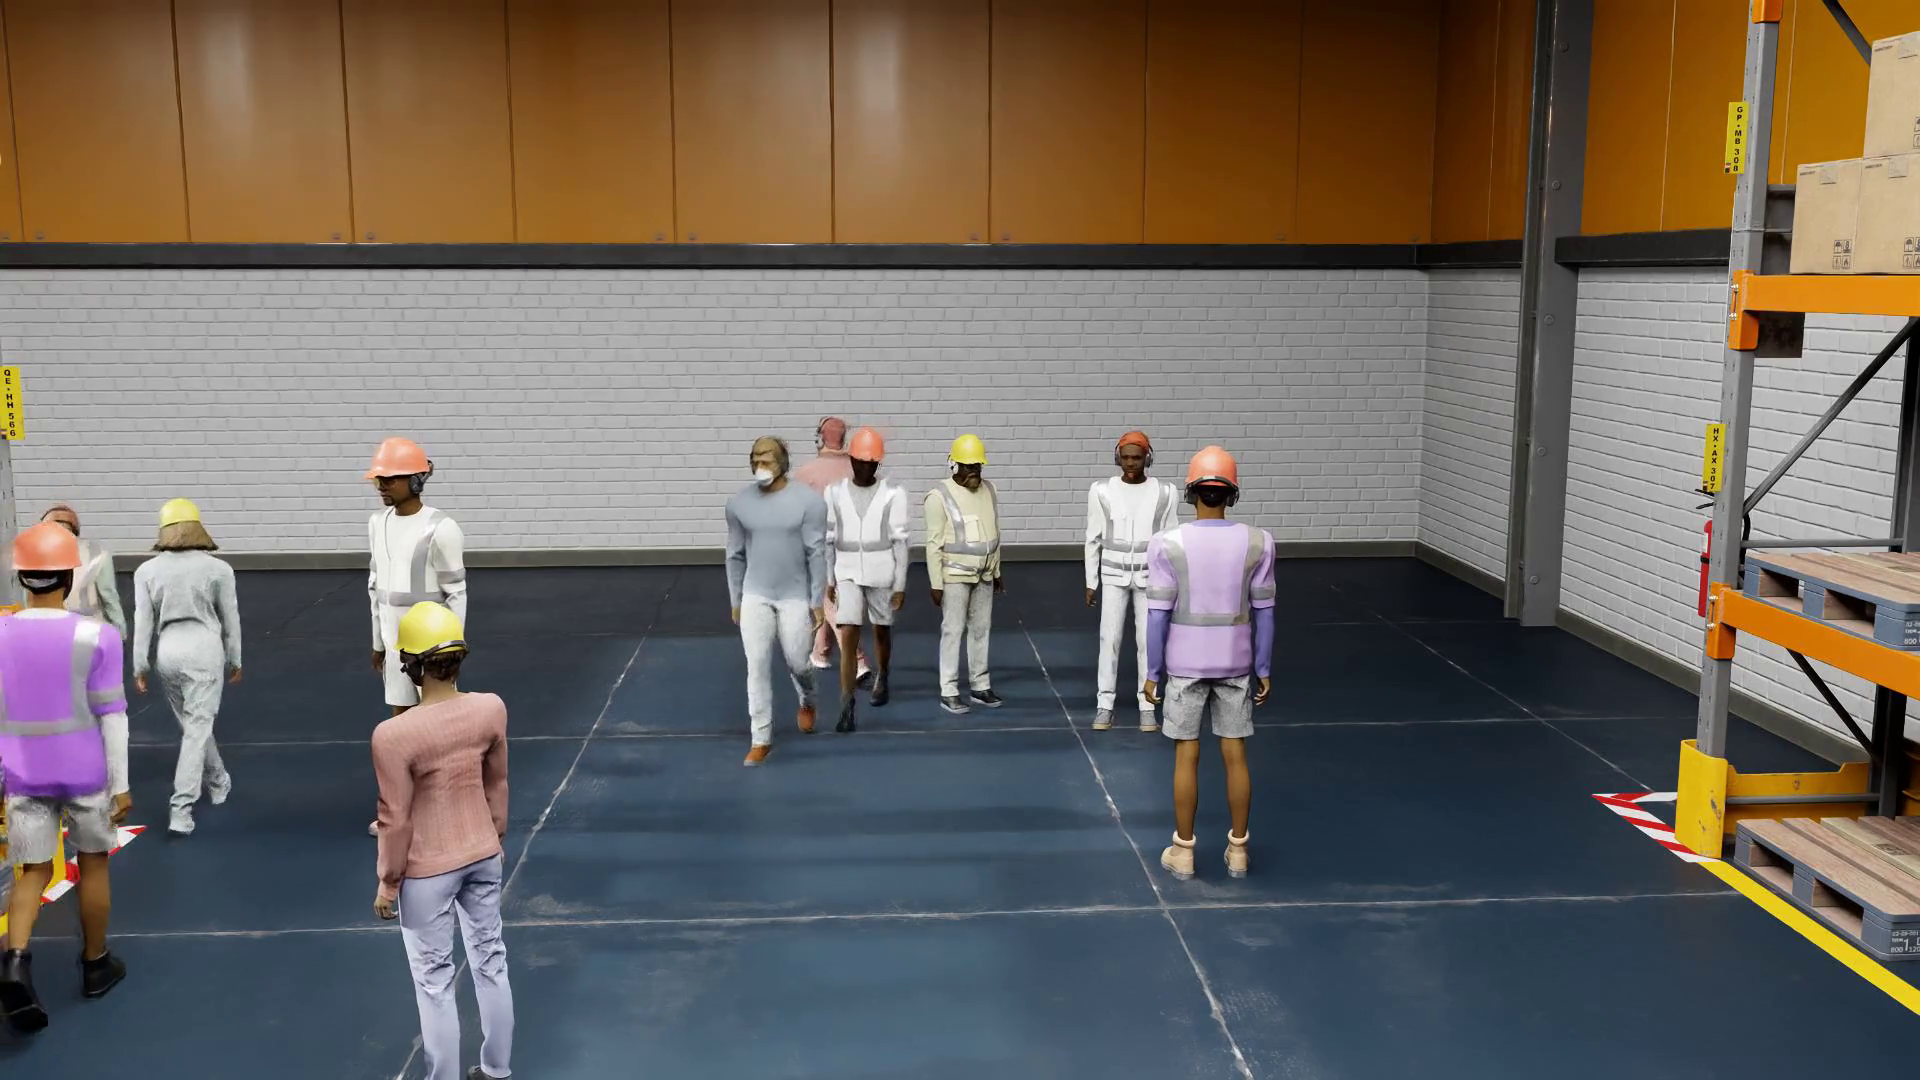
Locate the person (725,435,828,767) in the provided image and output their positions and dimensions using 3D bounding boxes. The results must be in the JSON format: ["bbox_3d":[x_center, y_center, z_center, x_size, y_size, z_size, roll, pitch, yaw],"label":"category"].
[{"bbox_3d":[-1.066,0.328,9.796,0.640,1.917,0.736,2,9,10],"label":"person"}]

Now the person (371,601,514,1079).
[{"bbox_3d":[-1.725,1.078,5.554,0.308,1.769,0.524,6,11,33],"label":"person"}]

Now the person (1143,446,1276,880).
[{"bbox_3d":[1.161,0.577,7.830,0.615,2.041,0.392,-1,9,-4],"label":"person"}]

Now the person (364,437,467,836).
[{"bbox_3d":[-2.724,0.505,8.280,0.609,2.044,0.394,5,11,31],"label":"person"}]

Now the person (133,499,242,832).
[{"bbox_3d":[-4.001,0.634,8.615,0.496,1.676,0.896,-1,9,-4],"label":"person"}]

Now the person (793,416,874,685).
[{"bbox_3d":[-0.876,0.068,11.609,0.643,1.864,0.982,-8,12,-42],"label":"person"}]

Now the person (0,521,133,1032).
[{"bbox_3d":[-3.426,0.891,6.266,0.553,1.916,0.744,-1,9,-9],"label":"person"}]

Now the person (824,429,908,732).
[{"bbox_3d":[-0.597,0.218,10.614,0.544,1.880,1.028,1,9,4],"label":"person"}]

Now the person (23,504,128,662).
[{"bbox_3d":[-4.900,0.585,9.186,0.523,1.585,0.858,-1,9,-9],"label":"person"}]

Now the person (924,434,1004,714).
[{"bbox_3d":[0.040,0.216,10.811,0.602,1.817,0.403,-8,12,-41],"label":"person"}]

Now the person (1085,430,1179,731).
[{"bbox_3d":[1.066,0.257,10.336,0.584,1.882,0.337,1,9,6],"label":"person"}]
